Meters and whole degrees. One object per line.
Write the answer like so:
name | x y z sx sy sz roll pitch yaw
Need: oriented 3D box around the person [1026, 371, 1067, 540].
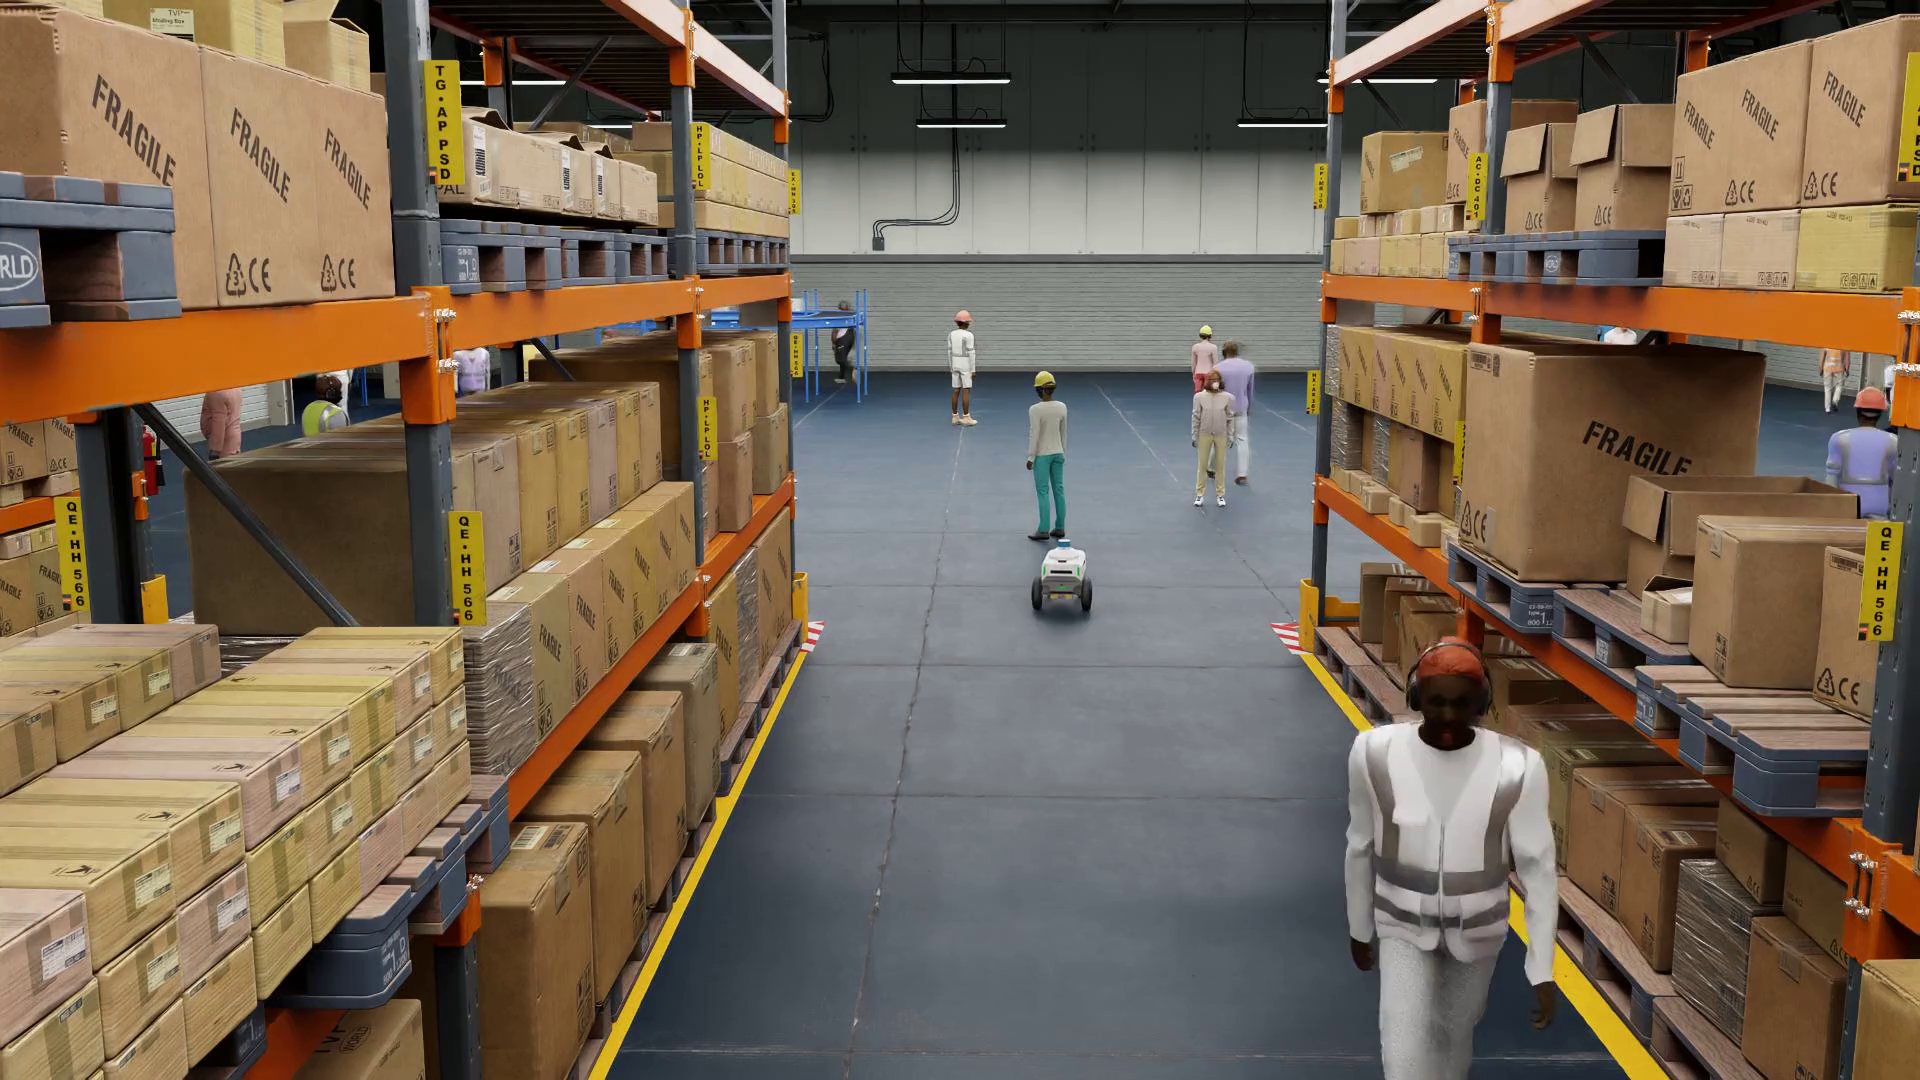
person | 0.901 -0.889 17.500 0.533 1.765 0.329 -8 13 -41

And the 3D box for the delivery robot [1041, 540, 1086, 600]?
delivery robot | 0.889 0.239 14.201 0.477 0.478 0.707 1 10 7

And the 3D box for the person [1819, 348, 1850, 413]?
person | 16.885 -3.266 32.122 0.543 1.623 0.372 6 11 32

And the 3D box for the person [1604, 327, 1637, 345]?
person | 12.603 -3.335 31.725 0.649 1.906 0.401 -1 10 -7

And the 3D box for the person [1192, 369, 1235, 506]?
person | 3.025 -1.225 19.898 0.508 1.632 0.272 1 10 7

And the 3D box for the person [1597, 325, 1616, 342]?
person | 16.460 -4.989 42.271 0.532 1.692 0.320 6 11 31

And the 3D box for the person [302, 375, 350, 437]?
person | -5.966 -0.645 15.806 0.624 1.844 0.430 8 12 39

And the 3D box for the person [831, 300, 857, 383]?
person | -2.748 -4.761 39.989 0.777 2.000 0.680 7 12 35

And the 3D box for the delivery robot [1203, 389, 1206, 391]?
delivery robot | 5.147 -2.850 32.706 0.707 0.478 0.477 8 13 41

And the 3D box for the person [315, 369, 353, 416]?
person | -10.287 -2.608 27.302 0.603 1.918 0.853 -5 11 -30

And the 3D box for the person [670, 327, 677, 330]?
person | -4.806 -2.666 27.720 0.651 1.906 0.402 -5 11 -26

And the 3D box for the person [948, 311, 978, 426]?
person | 0.058 -3.073 29.748 0.608 2.044 0.377 9 13 43

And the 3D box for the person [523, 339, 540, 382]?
person | -6.965 -2.478 26.781 0.633 1.843 0.429 -8 12 -40

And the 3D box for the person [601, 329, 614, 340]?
person | -5.852 -2.717 28.377 0.593 1.798 0.907 8 12 40

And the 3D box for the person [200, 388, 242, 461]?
person | -7.989 -1.044 17.999 0.409 1.907 0.651 -1 10 -7

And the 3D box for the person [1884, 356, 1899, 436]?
person | 14.016 -2.087 24.939 0.542 1.677 0.644 -4 10 -21

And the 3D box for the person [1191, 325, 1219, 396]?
person | 4.421 -2.979 30.003 0.526 1.772 0.307 6 11 33

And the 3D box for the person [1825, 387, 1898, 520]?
person | 7.262 -0.279 13.428 0.563 1.897 0.898 4 10 22

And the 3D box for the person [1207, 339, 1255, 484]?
person | 3.583 -1.714 22.076 0.655 1.880 1.031 -2 10 -12

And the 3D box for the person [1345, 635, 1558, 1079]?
person | 1.429 1.181 4.882 0.614 1.825 1.011 3 10 16

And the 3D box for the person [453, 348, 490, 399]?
person | -7.800 -2.449 26.554 0.604 1.881 1.043 -3 10 -18
